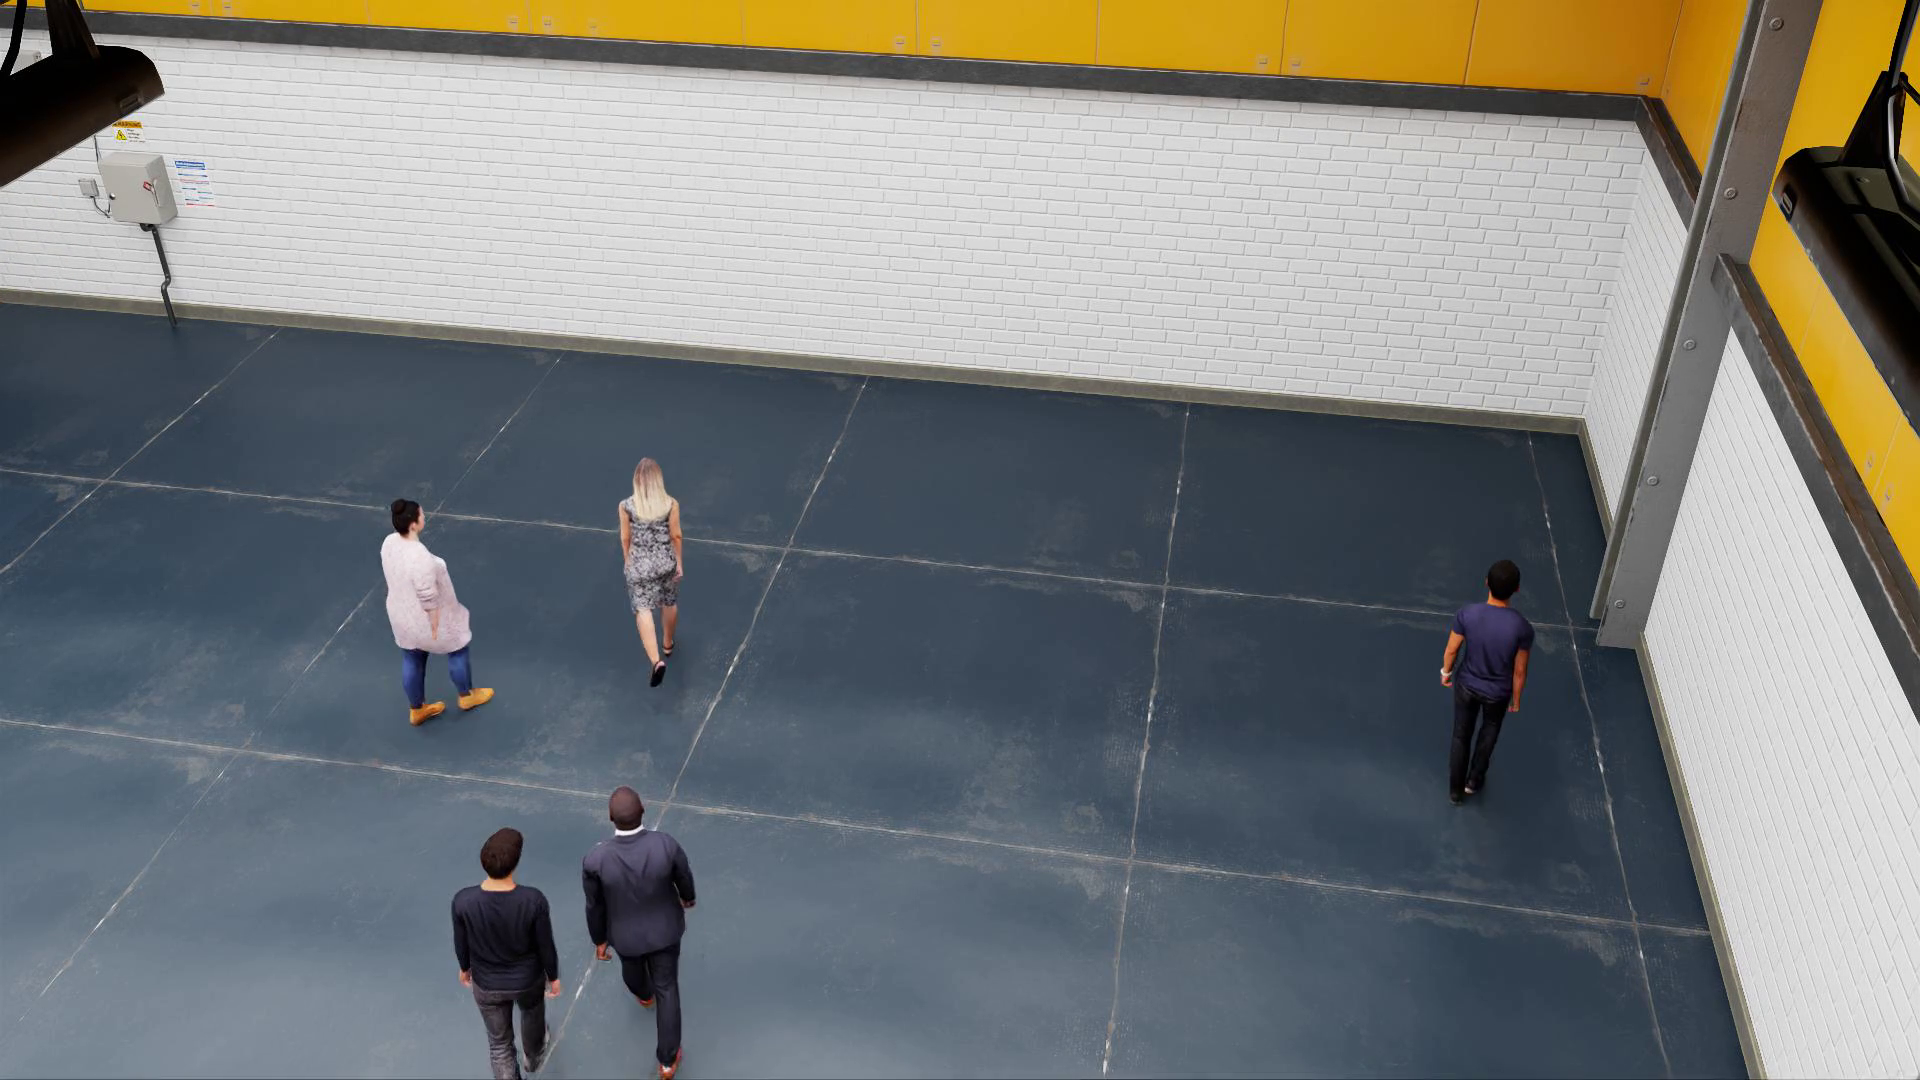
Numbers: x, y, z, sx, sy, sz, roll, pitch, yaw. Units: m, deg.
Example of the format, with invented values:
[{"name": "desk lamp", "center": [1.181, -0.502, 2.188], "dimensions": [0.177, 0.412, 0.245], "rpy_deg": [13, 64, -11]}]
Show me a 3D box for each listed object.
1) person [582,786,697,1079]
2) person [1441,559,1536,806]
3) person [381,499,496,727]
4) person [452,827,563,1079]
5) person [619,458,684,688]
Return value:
[{"name": "person", "center": [-1.613, 2.063, 8.601], "dimensions": [0.904, 1.789, 1.144], "rpy_deg": [-4, 34, -6]}, {"name": "person", "center": [3.221, 0.948, 10.281], "dimensions": [0.708, 1.785, 0.652], "rpy_deg": [12, 35, 17]}, {"name": "person", "center": [-3.628, 0.516, 10.987], "dimensions": [0.875, 1.723, 0.952], "rpy_deg": [23, 40, 31]}, {"name": "person", "center": [-2.231, 2.228, 8.303], "dimensions": [0.951, 1.842, 1.189], "rpy_deg": [-14, 36, -20]}, {"name": "person", "center": [-2.109, 0.240, 11.438], "dimensions": [0.834, 1.683, 1.057], "rpy_deg": [-8, 34, -11]}]
